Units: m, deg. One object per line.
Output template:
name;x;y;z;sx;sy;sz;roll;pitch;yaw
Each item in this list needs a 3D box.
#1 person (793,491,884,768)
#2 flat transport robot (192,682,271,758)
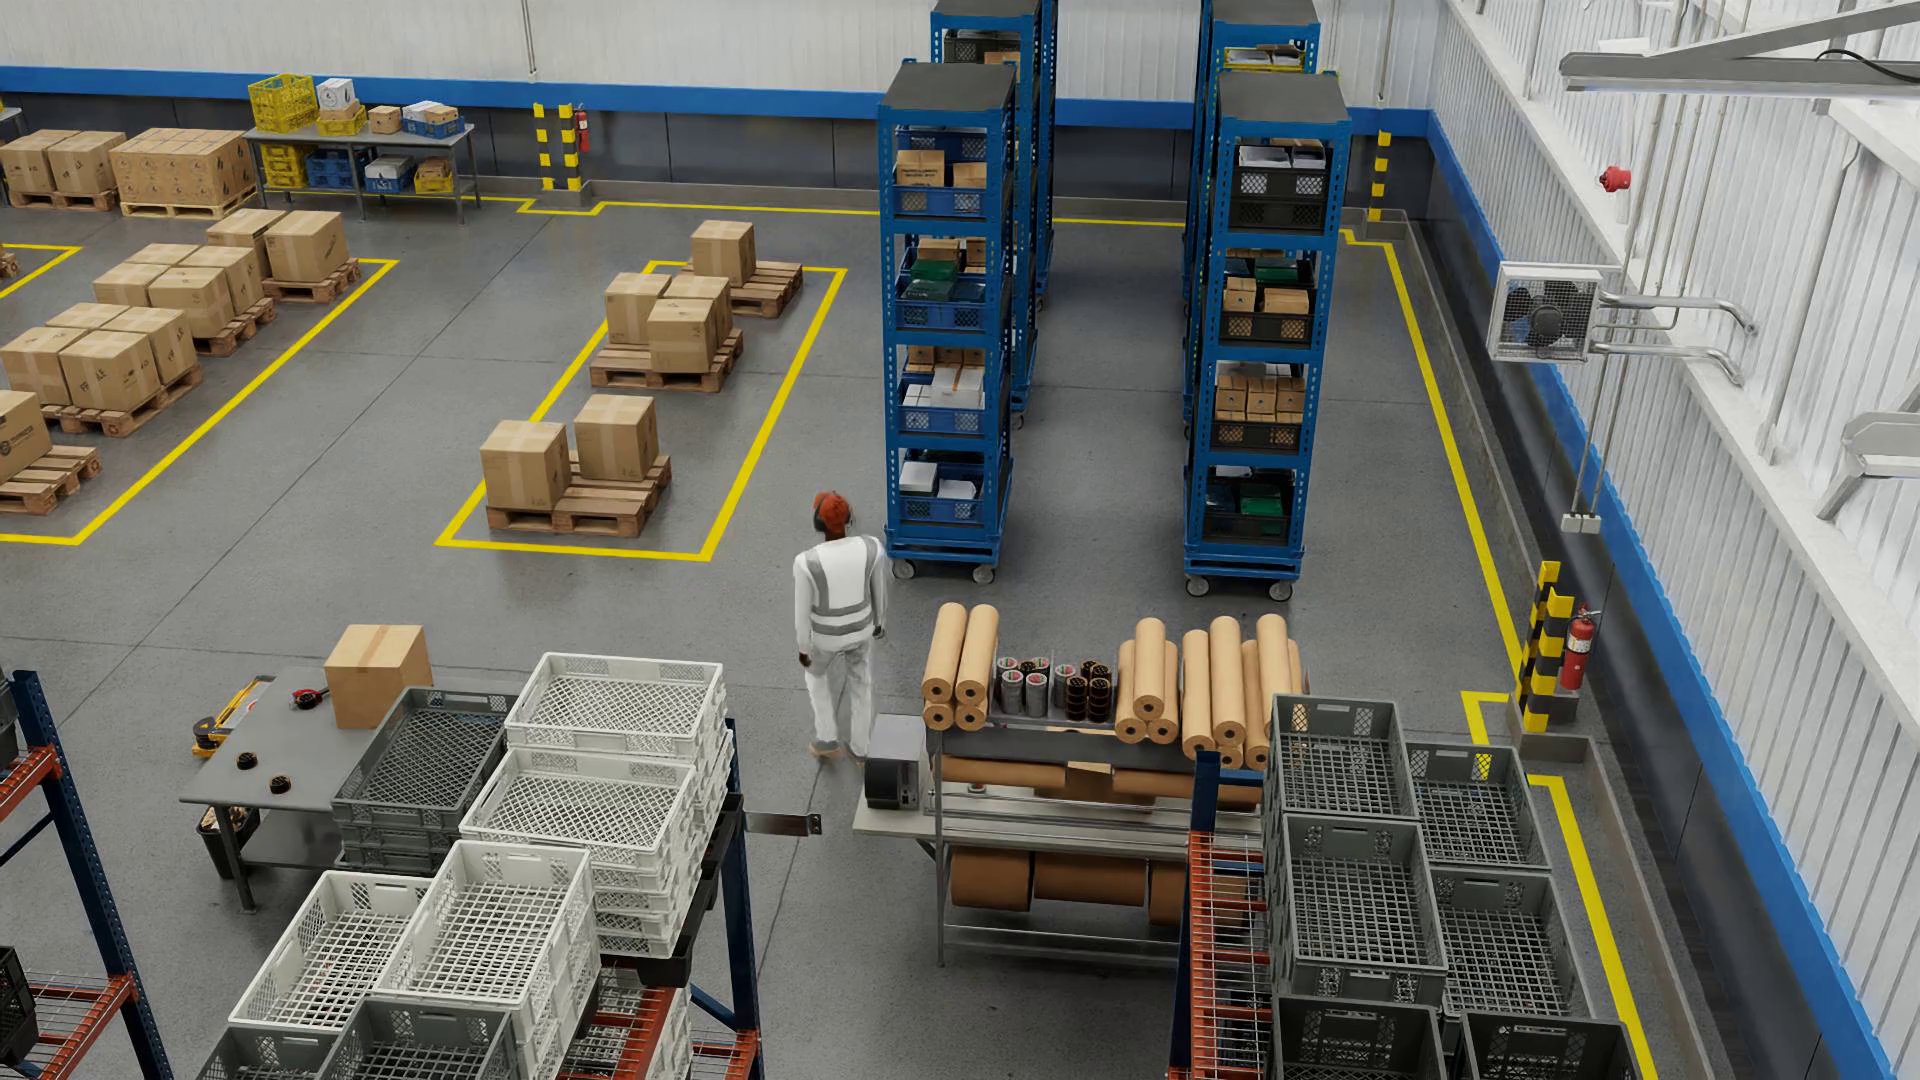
person;-0.728;0.554;10.133;0.595;1.867;0.491;-12;32;-19
flat transport robot;-4.089;1.163;10.648;1.431;0.197;0.652;3;30;6
